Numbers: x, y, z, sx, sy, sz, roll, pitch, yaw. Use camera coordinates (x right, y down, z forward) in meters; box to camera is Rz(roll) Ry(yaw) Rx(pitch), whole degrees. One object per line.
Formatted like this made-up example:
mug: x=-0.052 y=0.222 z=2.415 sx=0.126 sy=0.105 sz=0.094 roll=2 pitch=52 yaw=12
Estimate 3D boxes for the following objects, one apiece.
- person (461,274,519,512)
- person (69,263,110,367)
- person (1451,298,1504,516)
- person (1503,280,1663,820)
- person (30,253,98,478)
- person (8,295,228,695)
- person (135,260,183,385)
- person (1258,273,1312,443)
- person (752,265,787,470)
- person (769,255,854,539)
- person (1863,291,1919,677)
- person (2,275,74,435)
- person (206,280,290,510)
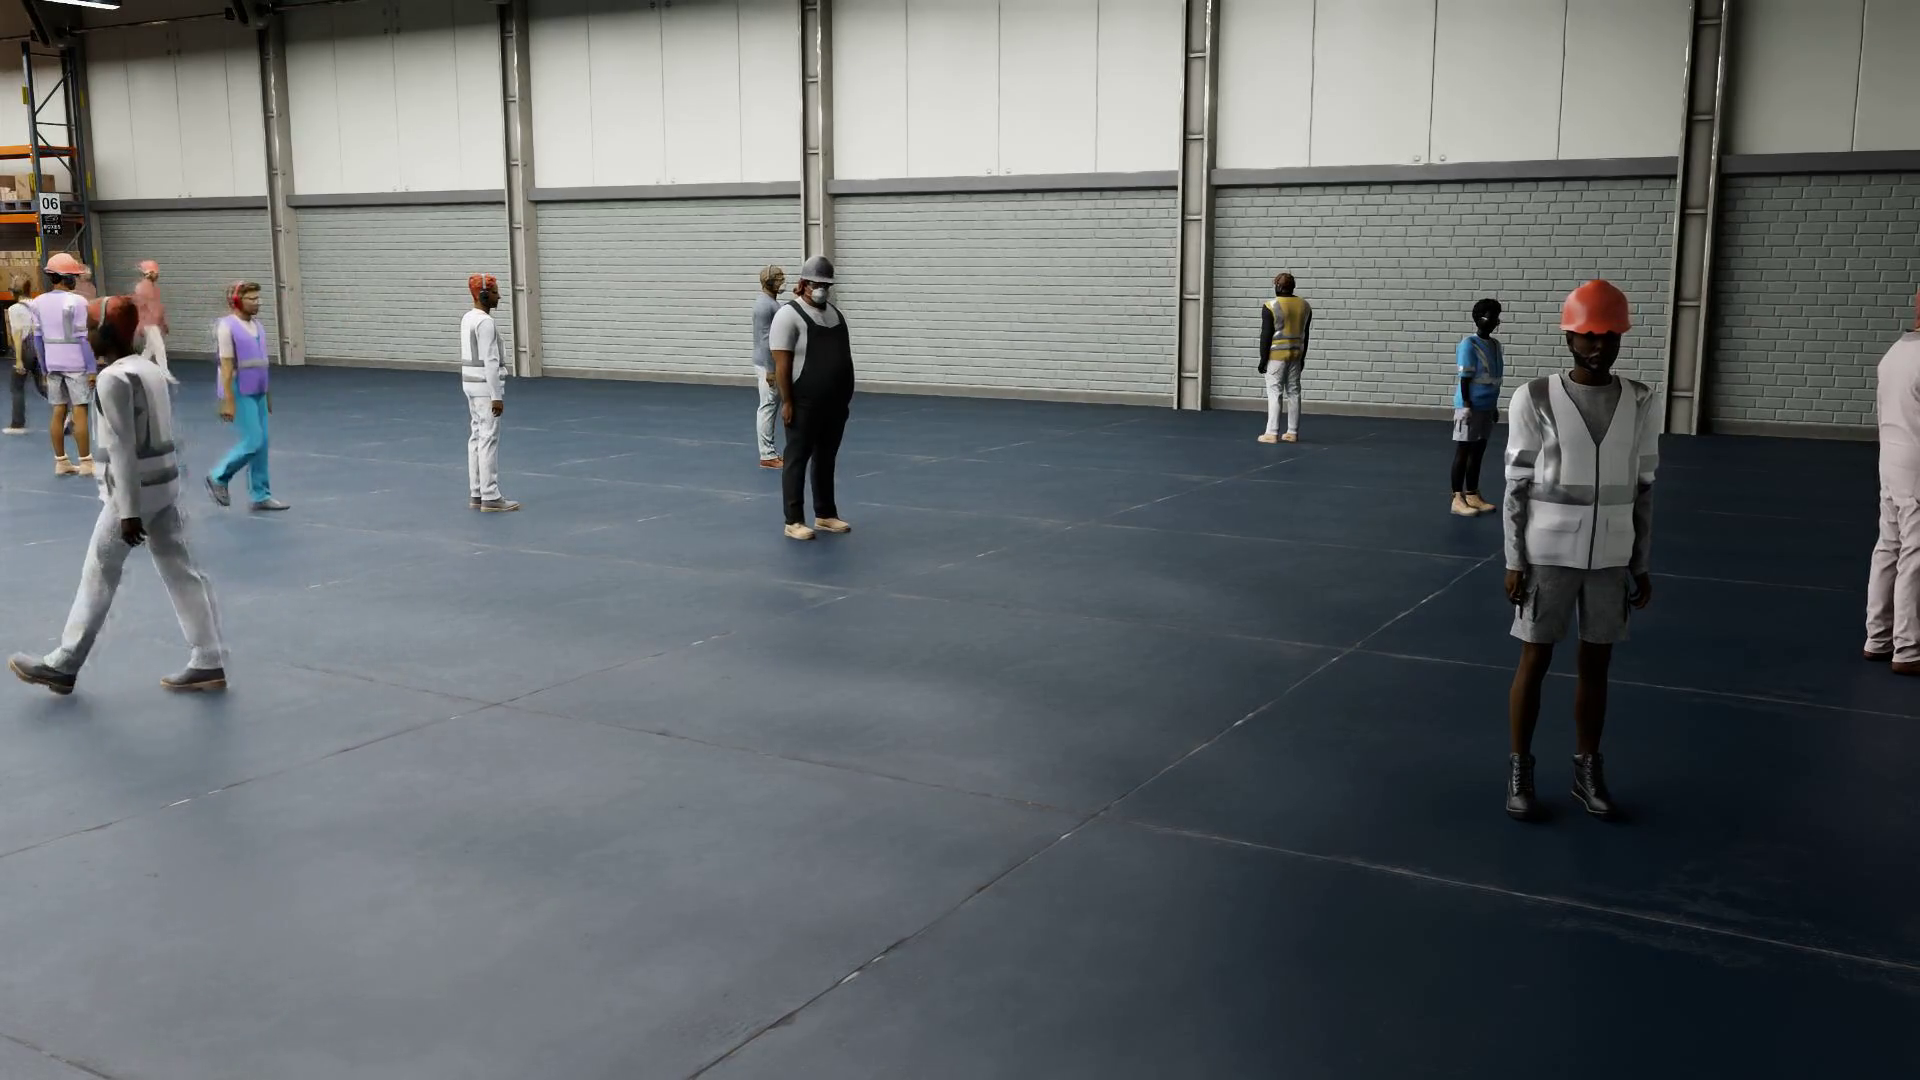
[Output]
person: x=-3.770 y=-1.167 z=13.232 sx=0.342 sy=1.882 sz=0.587 roll=-6 pitch=11 yaw=-32
person: x=-15.932 y=-4.082 z=30.273 sx=0.709 sy=1.888 sz=0.684 roll=1 pitch=10 yaw=8
person: x=4.061 y=-1.041 z=13.038 sx=0.530 sy=1.696 sz=0.322 roll=-9 pitch=13 yaw=-44
person: x=2.219 y=0.050 z=5.952 sx=0.542 sy=1.938 sz=0.357 roll=0 pitch=10 yaw=1
person: x=-8.158 y=-1.591 z=15.242 sx=0.607 sy=2.045 sz=0.390 roll=3 pitch=10 yaw=17
person: x=-3.882 y=-0.188 z=7.641 sx=0.968 sy=1.829 sz=0.609 roll=0 pitch=10 yaw=-3
person: x=-12.747 y=-3.401 z=26.191 sx=0.896 sy=1.975 sz=0.627 roll=-1 pitch=10 yaw=-3
person: x=3.498 y=-1.972 z=18.067 sx=0.627 sy=1.844 sz=0.429 roll=-5 pitch=11 yaw=-26
person: x=-1.790 y=-1.641 z=15.850 sx=0.372 sy=1.940 sz=0.630 roll=0 pitch=10 yaw=-1
person: x=-1.010 y=-1.035 z=12.002 sx=0.535 sy=2.000 sz=0.684 roll=8 pitch=13 yaw=39
person: x=4.676 y=-0.294 z=8.053 sx=0.408 sy=1.908 sz=0.645 roll=1 pitch=10 yaw=6
person: x=-10.444 y=-2.074 z=18.768 sx=0.888 sy=1.816 sz=0.520 roll=2 pitch=10 yaw=12
person: x=-5.661 y=-1.129 z=13.151 sx=0.524 sy=1.831 sz=0.588 roll=1 pitch=10 yaw=4
